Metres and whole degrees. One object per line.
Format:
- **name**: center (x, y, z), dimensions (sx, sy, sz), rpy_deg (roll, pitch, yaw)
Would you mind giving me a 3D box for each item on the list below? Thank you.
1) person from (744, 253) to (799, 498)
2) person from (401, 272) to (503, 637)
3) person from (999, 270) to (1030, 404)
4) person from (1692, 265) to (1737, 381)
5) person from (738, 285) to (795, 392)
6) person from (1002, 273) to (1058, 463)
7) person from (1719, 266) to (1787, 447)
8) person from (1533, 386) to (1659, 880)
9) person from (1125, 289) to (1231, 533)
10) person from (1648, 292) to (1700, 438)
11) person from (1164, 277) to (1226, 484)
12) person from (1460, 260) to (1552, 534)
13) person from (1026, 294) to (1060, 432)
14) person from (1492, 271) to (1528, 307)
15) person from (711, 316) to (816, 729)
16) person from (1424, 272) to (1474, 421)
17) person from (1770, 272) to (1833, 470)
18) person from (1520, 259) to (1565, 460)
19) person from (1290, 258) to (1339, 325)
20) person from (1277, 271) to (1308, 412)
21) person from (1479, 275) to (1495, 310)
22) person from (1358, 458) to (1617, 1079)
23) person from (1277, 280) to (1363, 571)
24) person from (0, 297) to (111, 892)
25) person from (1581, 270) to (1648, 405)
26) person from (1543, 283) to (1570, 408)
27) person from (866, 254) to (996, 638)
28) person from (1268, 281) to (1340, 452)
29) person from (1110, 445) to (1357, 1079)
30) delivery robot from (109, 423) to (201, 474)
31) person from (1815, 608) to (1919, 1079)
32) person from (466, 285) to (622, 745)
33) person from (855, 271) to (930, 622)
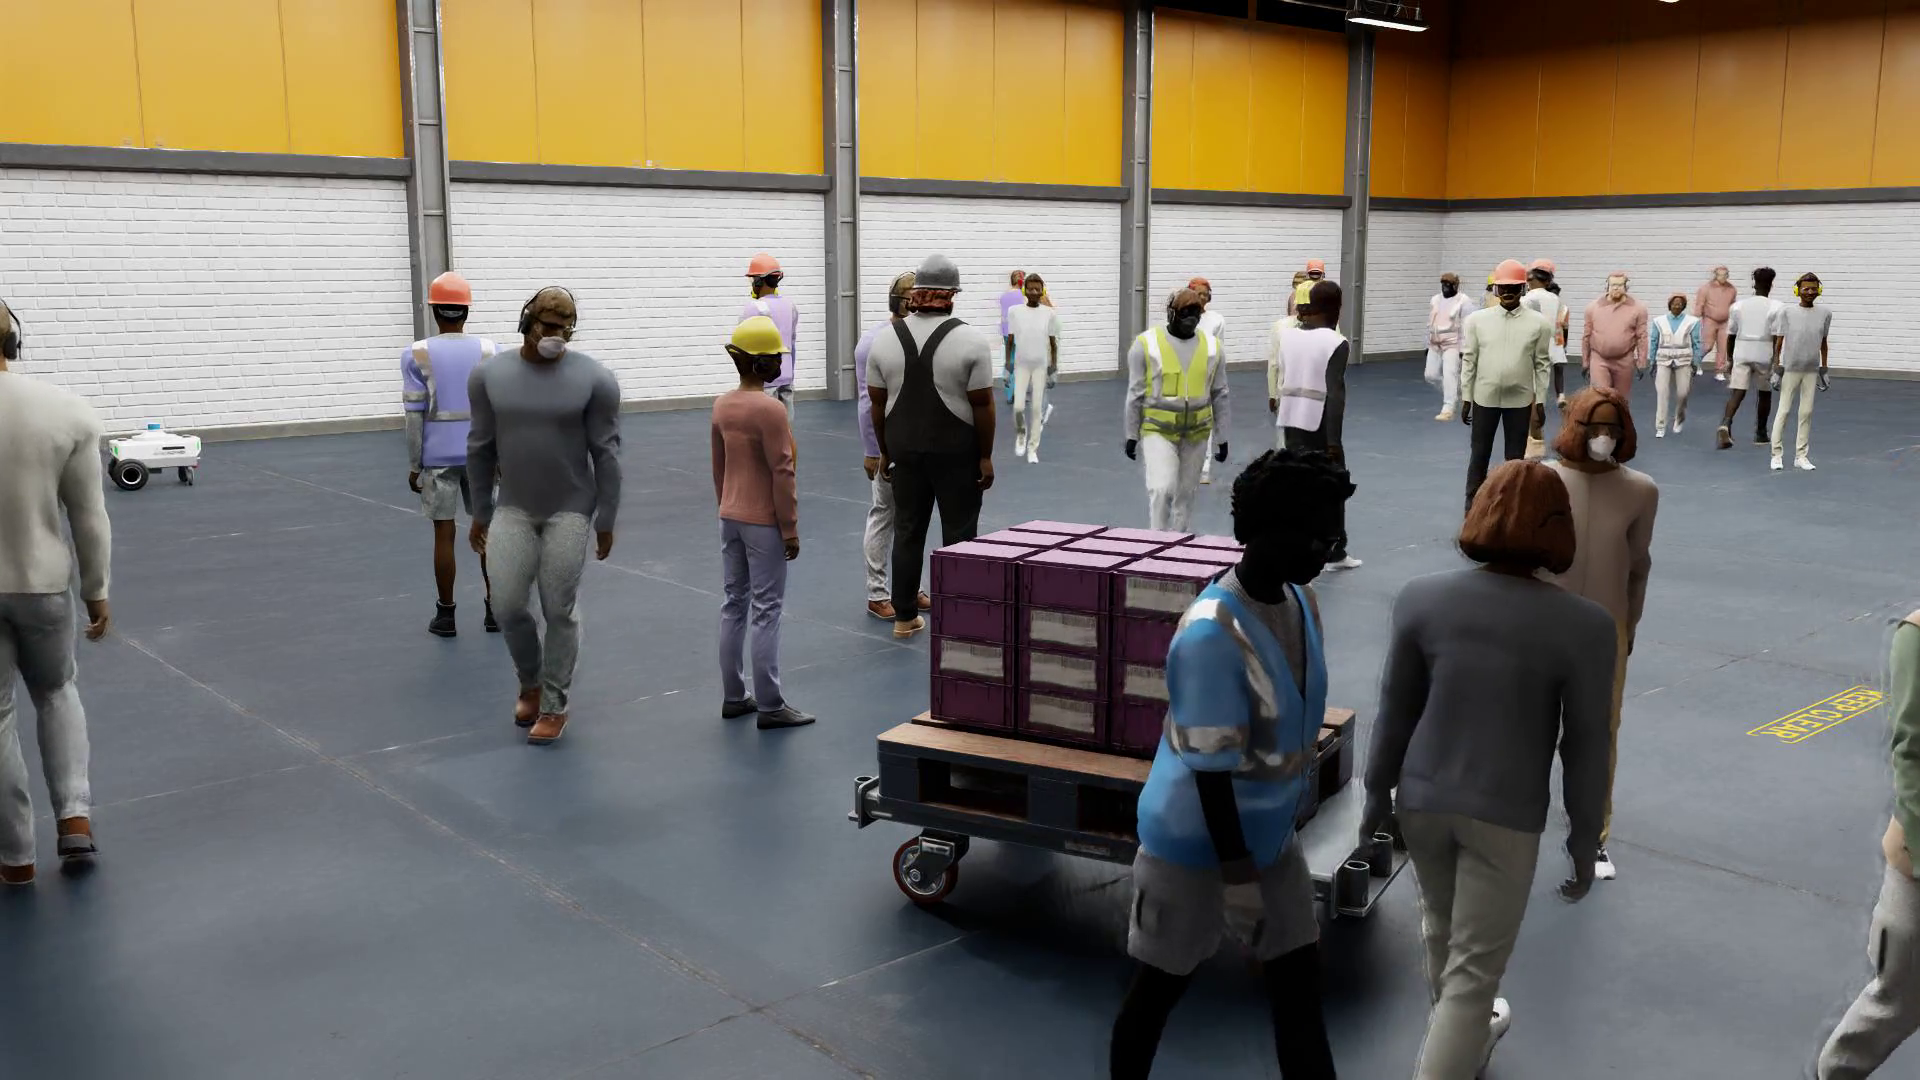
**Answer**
- **person**: center (-1.562, -1.299, 13.536), dimensions (0.391, 2.045, 0.608), rpy_deg (6, 11, 30)
- **person**: center (-2.679, -0.449, 8.872), dimensions (0.545, 1.938, 0.361), rpy_deg (-5, 11, -26)
- **person**: center (0.791, -2.771, 22.763), dimensions (0.489, 1.828, 0.605), rpy_deg (-9, 13, -42)
- **person**: center (12.343, -3.558, 27.235), dimensions (0.676, 1.883, 0.627), rpy_deg (0, 10, -1)
- **person**: center (-1.722, -1.420, 14.755), dimensions (0.514, 1.871, 0.327), rpy_deg (-3, 10, -19)
- **person**: center (0.689, -1.682, 16.319), dimensions (0.552, 1.858, 0.436), rpy_deg (0, 10, -2)
- **person**: center (8.386, -1.934, 17.622), dimensions (0.608, 1.931, 0.933), rpy_deg (9, 13, 43)
- **person**: center (2.080, 0.264, 5.681), dimensions (0.498, 1.607, 0.753), rpy_deg (1, 10, 5)
- **person**: center (1.379, -0.647, 10.381), dimensions (0.648, 1.815, 0.635), rpy_deg (-2, 10, -11)
- **person**: center (8.007, -1.965, 18.665), dimensions (0.523, 1.627, 0.595), rpy_deg (5, 11, 27)
- **person**: center (2.106, -1.466, 15.115), dimensions (0.578, 1.847, 0.941), rpy_deg (0, 10, -1)
- **person**: center (3.925, -1.013, 12.003), dimensions (0.613, 1.995, 0.391), rpy_deg (3, 10, 17)
- **person**: center (0.951, -2.073, 19.310), dimensions (0.520, 1.618, 0.603), rpy_deg (6, 12, 34)
- **person**: center (7.222, -2.669, 21.998), dimensions (0.561, 1.898, 0.570), rpy_deg (-3, 10, -17)
- **person**: center (-0.866, -0.074, 7.172), dimensions (0.315, 1.770, 0.524), rpy_deg (-9, 13, -41)
- **person**: center (6.027, -2.383, 20.519), dimensions (0.475, 1.824, 0.647), rpy_deg (-6, 12, -33)
- **person**: center (7.971, -1.592, 15.763), dimensions (0.532, 1.869, 0.310), rpy_deg (1, 10, 5)
- **person**: center (5.765, -1.794, 16.612), dimensions (0.682, 1.992, 0.505), rpy_deg (-6, 12, -33)
- **person**: center (4.350, -2.460, 20.475), dimensions (0.610, 1.996, 0.386), rpy_deg (0, 10, 2)
- **person**: center (4.368, -2.539, 21.443), dimensions (0.532, 1.815, 0.752), rpy_deg (7, 12, 36)
- **person**: center (9.449, -3.836, 29.423), dimensions (0.515, 1.688, 0.924), rpy_deg (4, 10, 20)
- **person**: center (1.200, 0.610, 3.734), dimensions (0.512, 1.574, 0.876), rpy_deg (8, 13, 40)
- **person**: center (2.183, -0.702, 10.526), dimensions (0.910, 1.882, 0.598), rpy_deg (-6, 11, -32)
- **person**: center (-3.069, 0.169, 5.318), dimensions (0.629, 1.924, 0.442), rpy_deg (-8, 12, -38)
- **person**: center (6.893, -1.901, 17.543), dimensions (0.645, 1.882, 0.864), rpy_deg (4, 10, 21)
- **person**: center (7.818, -2.557, 22.020), dimensions (0.531, 1.653, 0.866), rpy_deg (1, 10, 8)
- **person**: center (-0.111, -0.484, 8.773), dimensions (0.689, 2.000, 0.539), rpy_deg (4, 10, 21)
- **person**: center (2.821, -1.207, 13.648), dimensions (0.589, 1.822, 0.403), rpy_deg (1, 10, 6)
- **person**: center (0.622, 0.625, 3.409), dimensions (0.831, 1.636, 0.539), rpy_deg (8, 12, 38)
- **delivery robot**: center (-7.067, -0.788, 14.622), dimensions (0.707, 0.478, 0.477), rpy_deg (-6, 11, -31)
- **person**: center (2.120, 0.661, 3.411), dimensions (0.494, 1.578, 0.873), rpy_deg (1, 10, 5)
- **person**: center (-1.723, -0.091, 6.867), dimensions (0.657, 1.905, 0.444), rpy_deg (0, 10, 1)
- **person**: center (-0.318, -0.523, 9.306), dimensions (0.353, 1.936, 0.635), rpy_deg (8, 13, 40)
